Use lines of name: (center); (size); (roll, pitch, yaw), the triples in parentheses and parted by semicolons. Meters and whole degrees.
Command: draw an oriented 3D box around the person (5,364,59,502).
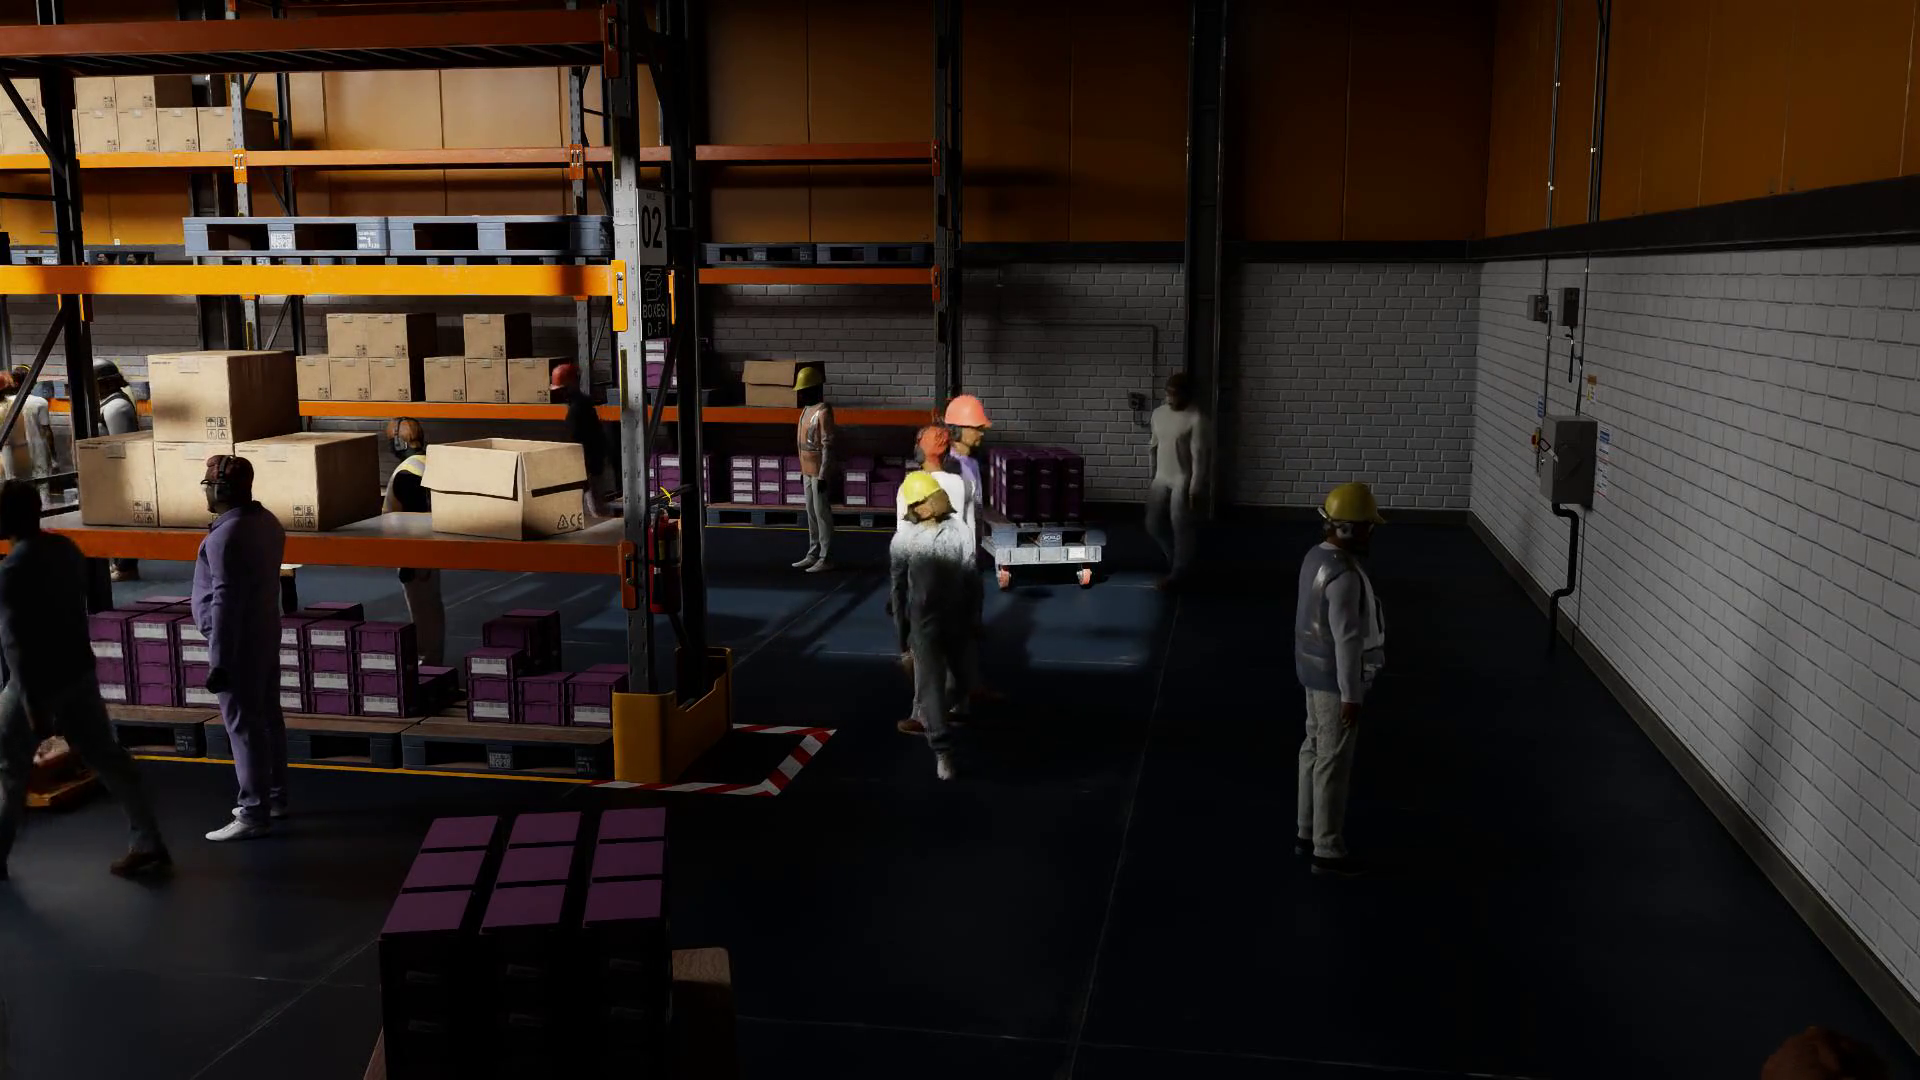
person: (-9.350, -0.832, 16.762); (0.513, 1.877, 0.328); (0, 9, -1)

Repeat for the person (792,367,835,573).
person: (-1.361, -0.654, 15.512); (0.373, 1.921, 0.585); (-4, 10, -26)

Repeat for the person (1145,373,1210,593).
person: (1.865, -0.487, 14.467); (0.427, 1.925, 0.658); (-8, 12, -41)

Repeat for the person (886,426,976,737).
person: (-0.156, 0.247, 10.050); (0.588, 1.882, 0.353); (-8, 12, -41)

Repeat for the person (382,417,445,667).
person: (-3.654, 0.092, 11.150); (0.430, 1.838, 0.623); (-1, 9, -7)

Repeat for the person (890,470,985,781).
person: (-0.130, 0.449, 9.297); (0.514, 1.715, 0.535); (-4, 10, -21)

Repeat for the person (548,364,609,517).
person: (-3.510, -0.666, 15.506); (0.549, 1.943, 0.750); (0, 9, 1)

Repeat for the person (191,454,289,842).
person: (-3.569, 0.526, 8.234); (0.410, 1.909, 0.643); (-1, 9, -3)

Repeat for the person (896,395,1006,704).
person: (-0.033, 0.076, 10.675); (0.597, 2.029, 0.622); (2, 9, 15)

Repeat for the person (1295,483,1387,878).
person: (1.772, 0.640, 7.766); (0.403, 1.828, 0.598); (0, 9, -2)

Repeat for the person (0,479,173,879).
person: (-4.142, 0.653, 7.575); (1.056, 1.888, 0.640); (1, 9, 7)

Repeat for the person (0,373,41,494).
person: (-9.066, -0.704, 15.979); (0.966, 1.876, 0.577); (0, 9, -3)

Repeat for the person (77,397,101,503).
person: (-9.148, -0.829, 17.579); (0.619, 1.613, 0.529); (-3, 10, -20)

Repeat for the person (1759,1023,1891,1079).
person: (1.348, 1.558, 2.703); (0.502, 1.627, 0.273); (4, 10, 21)

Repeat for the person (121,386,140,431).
person: (-9.476, -1.109, 18.733); (0.445, 1.791, 0.689); (4, 10, 21)

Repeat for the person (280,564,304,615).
person: (-4.981, -0.104, 12.041); (0.545, 1.941, 0.351); (-7, 12, -38)

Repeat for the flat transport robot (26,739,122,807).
flat transport robot: (-5.334, 1.222, 8.977); (1.431, 0.197, 0.652); (1, 9, 9)

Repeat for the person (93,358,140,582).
person: (-7.707, -0.641, 15.062); (0.537, 2.000, 0.679); (-5, 10, -27)
